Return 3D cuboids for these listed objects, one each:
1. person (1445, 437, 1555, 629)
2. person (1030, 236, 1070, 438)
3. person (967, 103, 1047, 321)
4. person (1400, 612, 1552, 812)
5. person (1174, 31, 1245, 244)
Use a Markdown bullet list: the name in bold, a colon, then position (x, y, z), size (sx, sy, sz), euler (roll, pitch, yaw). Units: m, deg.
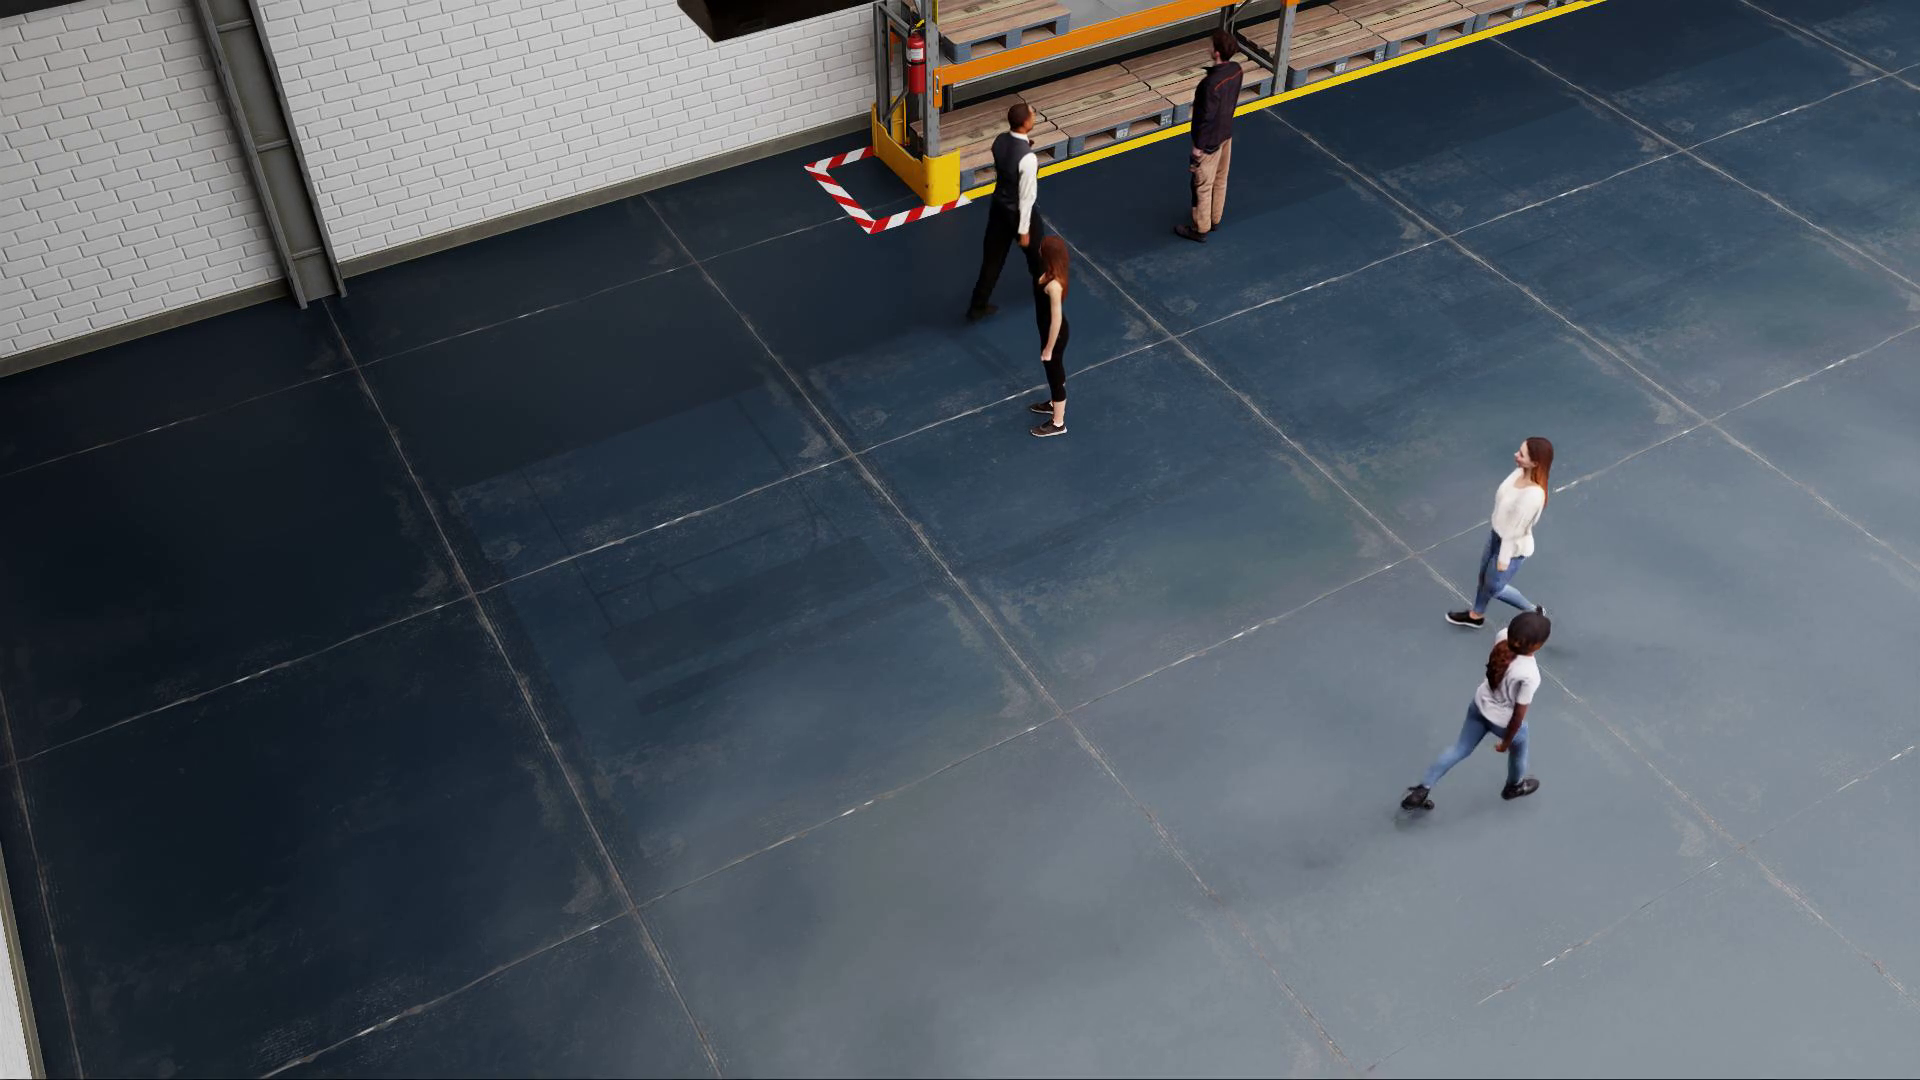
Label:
- **person**: position (3.644, 0.028, 10.820), size (0.977, 1.681, 0.902), euler (7, 44, 7)
- **person**: position (0.697, -1.538, 12.433), size (0.677, 1.723, 0.650), euler (2, 44, 2)
- **person**: position (0.356, -2.606, 13.448), size (1.307, 1.870, 0.852), euler (-29, 51, -27)
- **person**: position (3.069, 1.047, 9.752), size (1.195, 1.679, 0.715), euler (-14, 45, -14)
- **person**: position (2.175, -3.467, 14.312), size (0.836, 1.925, 0.682), euler (29, 51, 27)
